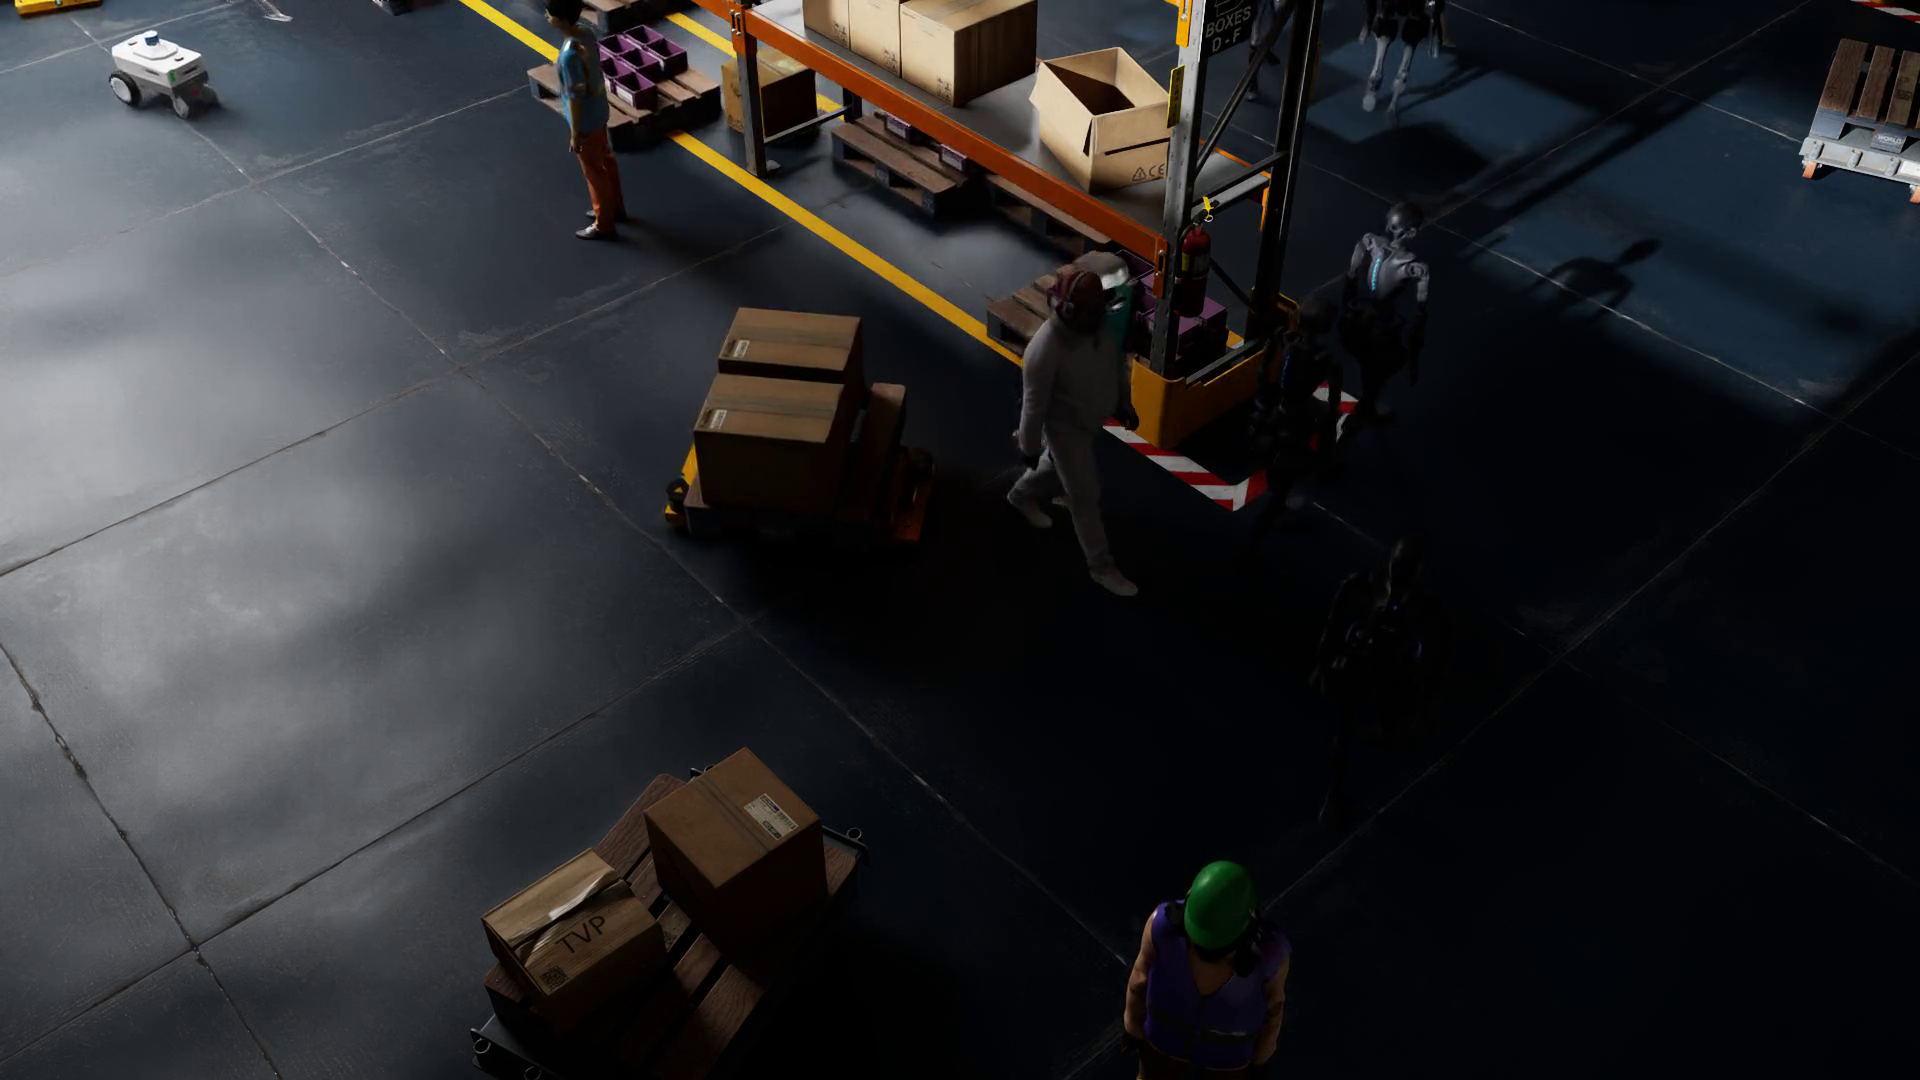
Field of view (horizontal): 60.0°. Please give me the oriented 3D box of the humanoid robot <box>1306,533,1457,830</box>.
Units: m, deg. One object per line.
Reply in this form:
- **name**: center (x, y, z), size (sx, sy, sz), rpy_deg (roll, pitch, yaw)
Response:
- **humanoid robot**: center (1.895, 0.553, 7.469), size (0.601, 1.631, 0.674), rpy_deg (16, 45, 17)

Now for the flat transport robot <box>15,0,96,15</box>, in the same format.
- **flat transport robot**: center (-7.954, -5.014, 14.549), size (0.659, 0.231, 1.431), rpy_deg (-18, 46, -19)

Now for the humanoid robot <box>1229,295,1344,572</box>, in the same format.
- **humanoid robot**: center (1.730, -0.575, 8.696), size (0.660, 1.630, 0.585), rpy_deg (-27, 49, -26)

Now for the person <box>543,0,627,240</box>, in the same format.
- **person**: center (-2.496, -2.816, 11.061), size (0.331, 1.761, 0.492), rpy_deg (3, 43, 3)

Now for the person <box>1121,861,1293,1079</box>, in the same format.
- **person**: center (0.856, 1.758, 5.955), size (0.545, 1.929, 0.411), rpy_deg (11, 44, 12)

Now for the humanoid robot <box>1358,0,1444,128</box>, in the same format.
- **humanoid robot**: center (3.269, -3.843, 12.234), size (0.609, 1.656, 0.337), rpy_deg (2, 43, 2)

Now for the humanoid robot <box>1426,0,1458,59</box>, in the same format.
- **humanoid robot**: center (3.899, -4.619, 13.082), size (0.543, 1.865, 0.728), rpy_deg (-27, 49, -26)

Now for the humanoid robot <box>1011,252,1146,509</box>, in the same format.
- **humanoid robot**: center (0.540, -0.832, 8.918), size (0.539, 1.778, 0.771), rpy_deg (-31, 51, -30)

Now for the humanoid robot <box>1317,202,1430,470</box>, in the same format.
- **humanoid robot**: center (2.347, -1.168, 9.367), size (0.809, 1.623, 0.614), rpy_deg (-28, 50, -27)

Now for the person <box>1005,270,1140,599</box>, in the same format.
- **person**: center (0.591, -0.623, 8.600), size (0.974, 1.861, 0.640), rpy_deg (26, 49, 25)

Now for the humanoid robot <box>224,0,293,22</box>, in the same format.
- **humanoid robot**: center (-6.081, -5.138, 13.622), size (1.004, 1.757, 0.550), rpy_deg (14, 44, 14)

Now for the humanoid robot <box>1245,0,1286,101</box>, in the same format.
- **humanoid robot**: center (2.369, -4.266, 12.734), size (0.600, 1.622, 0.746), rpy_deg (-4, 43, -5)

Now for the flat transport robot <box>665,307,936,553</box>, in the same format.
- **flat transport robot**: center (-0.894, -0.300, 9.422), size (1.431, 0.231, 0.659), rpy_deg (6, 43, 6)

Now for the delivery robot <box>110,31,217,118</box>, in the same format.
- **delivery robot**: center (-6.156, -3.630, 12.822), size (0.774, 0.581, 0.499), rpy_deg (22, 47, 22)
